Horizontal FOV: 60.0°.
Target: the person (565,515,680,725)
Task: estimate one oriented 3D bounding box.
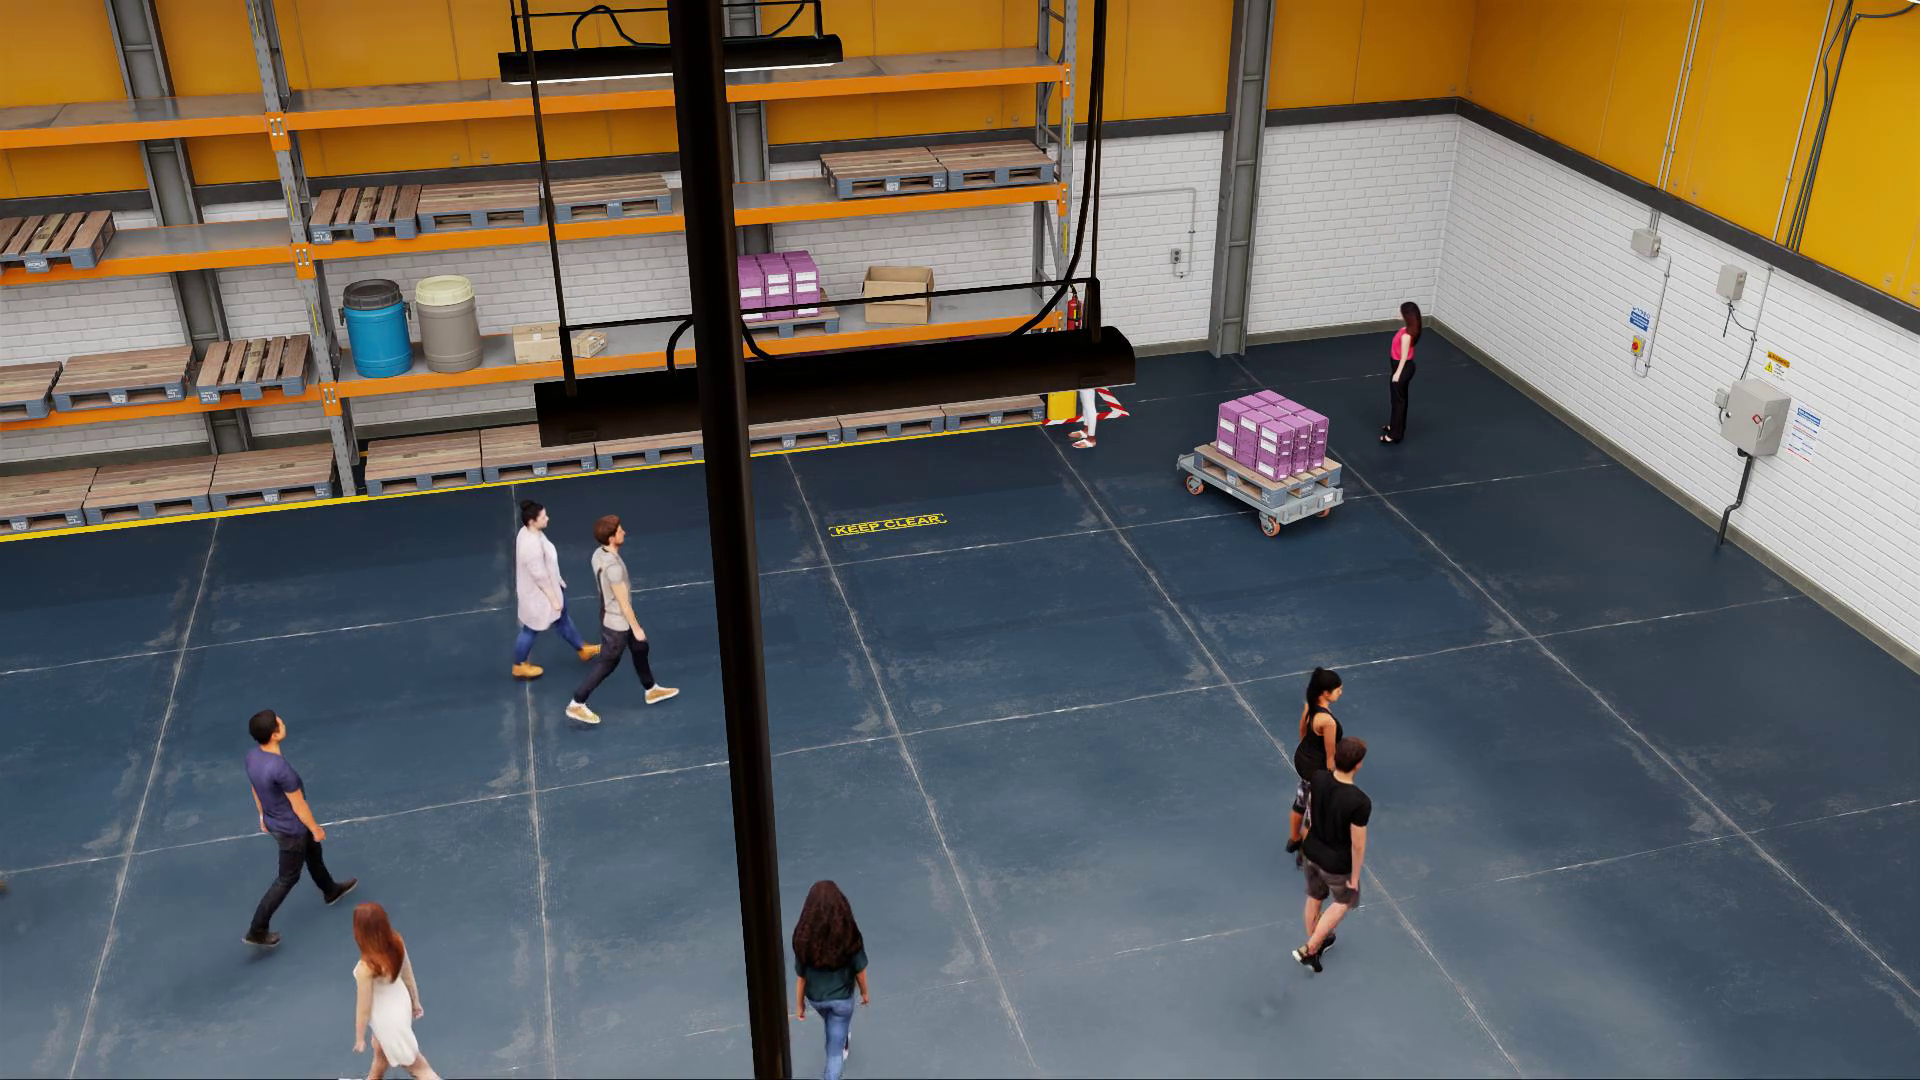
[{"bbox_3d":[-2.928,0.698,13.772,1.209,1.856,0.691,-9,30,-15],"label":"person"}]

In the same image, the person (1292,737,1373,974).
[{"bbox_3d":[2.422,2.143,11.130,0.943,1.849,0.856,-23,36,-36],"label":"person"}]

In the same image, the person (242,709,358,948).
[{"bbox_3d":[-4.714,2.014,11.466,1.043,1.754,1.239,25,37,37],"label":"person"}]

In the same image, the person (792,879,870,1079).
[{"bbox_3d":[-0.797,2.844,10.131,1.077,1.576,0.899,2,29,4],"label":"person"}]

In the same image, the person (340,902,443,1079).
[{"bbox_3d":[-3.322,2.894,9.952,1.207,1.660,0.970,8,30,14],"label":"person"}]

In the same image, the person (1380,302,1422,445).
[{"bbox_3d":[4.976,-1.904,18.741,0.700,1.666,0.663,12,31,20],"label":"person"}]

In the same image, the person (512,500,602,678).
[{"bbox_3d":[-3.722,0.456,14.382,1.075,1.698,0.723,-6,29,-10],"label":"person"}]

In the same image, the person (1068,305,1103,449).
[{"bbox_3d":[1.431,-1.881,18.637,0.576,1.725,0.622,-2,29,-4],"label":"person"}]

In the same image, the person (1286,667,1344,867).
[{"bbox_3d":[2.609,1.649,12.221,0.493,1.673,0.583,-8,30,-14],"label":"person"}]
